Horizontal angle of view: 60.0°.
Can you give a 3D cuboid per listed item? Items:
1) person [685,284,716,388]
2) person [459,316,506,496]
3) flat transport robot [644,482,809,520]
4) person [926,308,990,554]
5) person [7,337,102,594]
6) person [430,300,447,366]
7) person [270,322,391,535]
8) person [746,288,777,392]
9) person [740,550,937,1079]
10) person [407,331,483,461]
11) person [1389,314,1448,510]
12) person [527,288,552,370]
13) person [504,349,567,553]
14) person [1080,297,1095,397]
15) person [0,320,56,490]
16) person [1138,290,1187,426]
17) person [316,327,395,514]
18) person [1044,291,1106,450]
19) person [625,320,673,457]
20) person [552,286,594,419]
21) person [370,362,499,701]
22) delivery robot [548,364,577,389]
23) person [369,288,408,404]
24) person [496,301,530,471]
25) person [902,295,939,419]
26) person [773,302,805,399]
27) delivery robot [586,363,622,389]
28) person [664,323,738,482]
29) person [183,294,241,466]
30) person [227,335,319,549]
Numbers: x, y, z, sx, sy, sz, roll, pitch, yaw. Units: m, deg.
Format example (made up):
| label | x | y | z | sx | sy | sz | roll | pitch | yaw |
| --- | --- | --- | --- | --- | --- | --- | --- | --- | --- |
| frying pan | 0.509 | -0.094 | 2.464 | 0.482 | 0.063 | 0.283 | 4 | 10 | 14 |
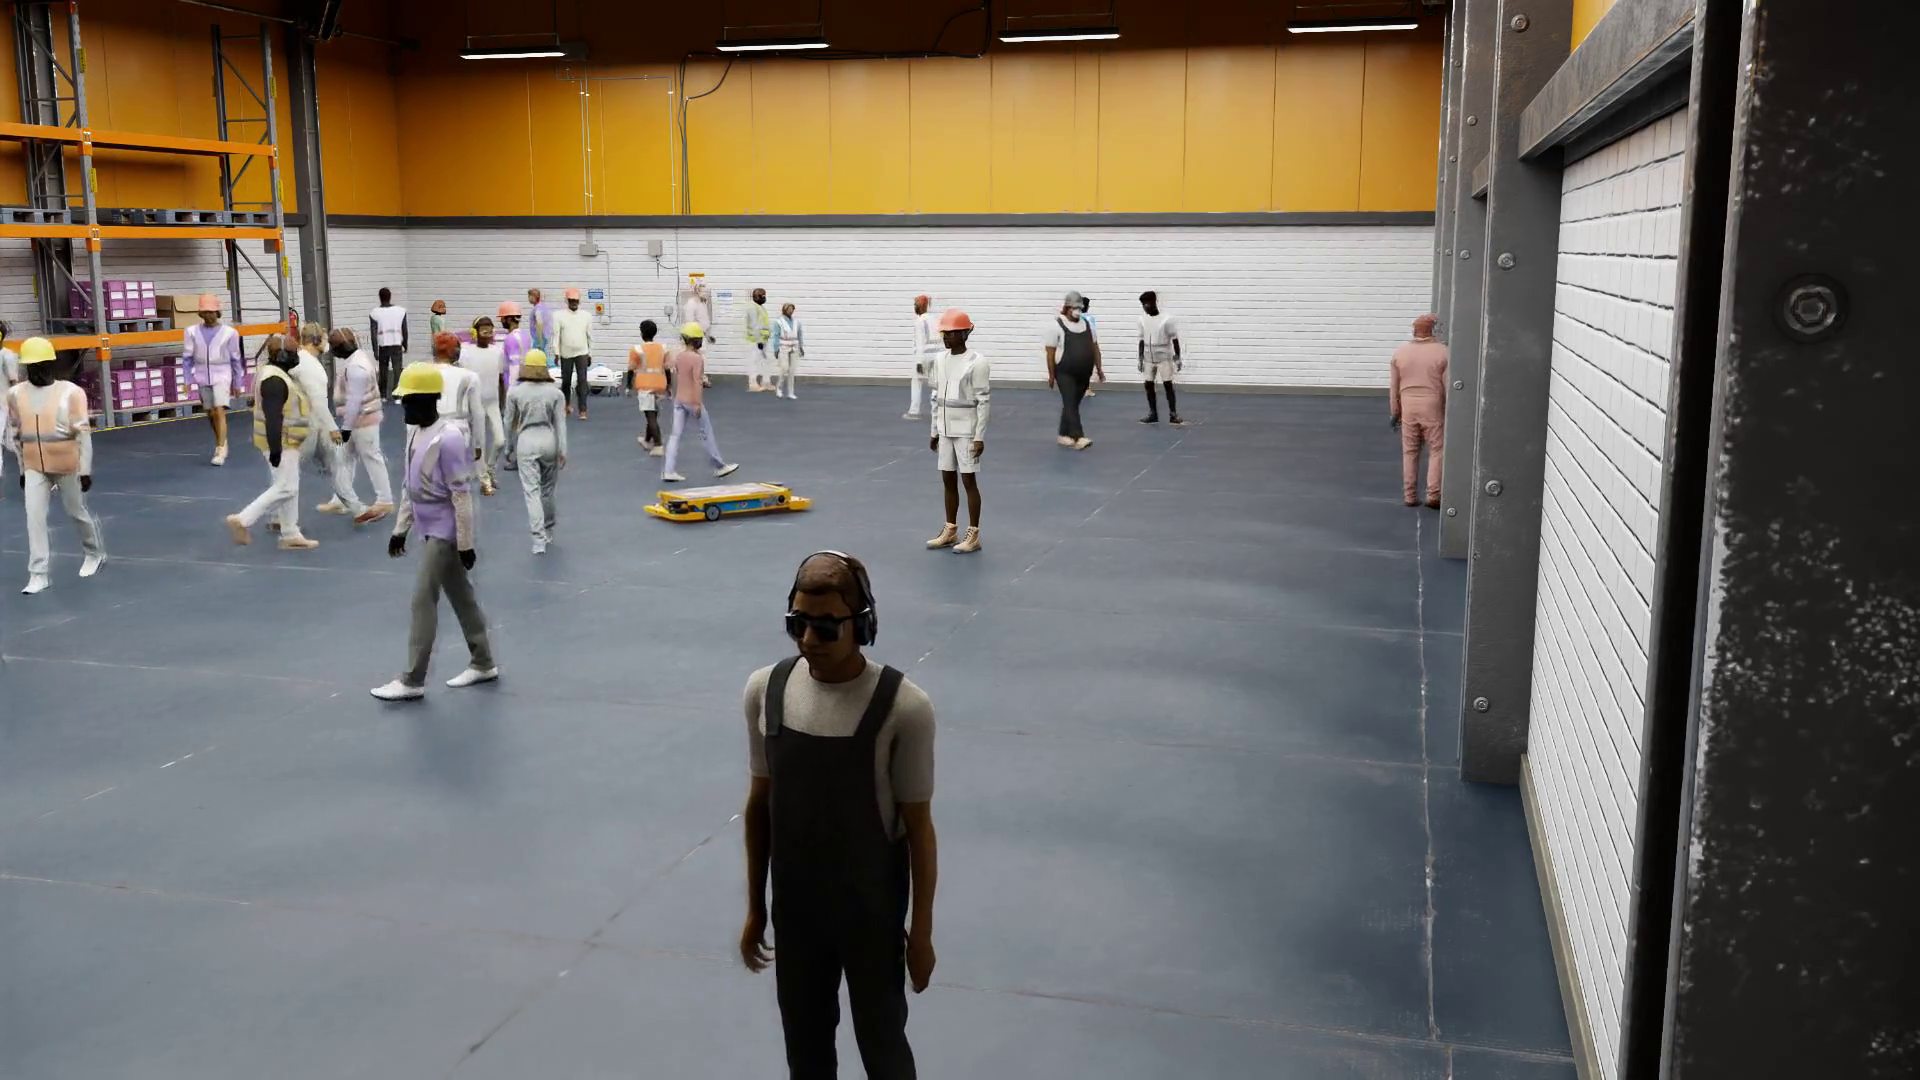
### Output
| label | x | y | z | sx | sy | sz | roll | pitch | yaw |
| --- | --- | --- | --- | --- | --- | --- | --- | --- | --- |
| person | -4.637 | -3.679 | 30.041 | 0.731 | 1.878 | 0.675 | 1 | 10 | 8 |
| person | -4.886 | -1.371 | 17.061 | 0.506 | 1.848 | 0.413 | -7 | 12 | -34 |
| flat transport robot | -2.227 | -0.379 | 15.905 | 1.431 | 0.197 | 0.652 | -7 | 12 | -35 |
| person | -0.034 | -0.908 | 13.884 | 0.373 | 2.042 | 0.614 | -10 | 14 | -44 |
| person | -6.833 | -0.594 | 12.565 | 0.601 | 1.887 | 0.961 | -1 | 10 | -3 |
| person | -9.047 | -3.357 | 28.938 | 0.280 | 1.624 | 0.493 | -9 | 13 | -40 |
| person | -5.667 | -0.984 | 14.766 | 1.049 | 1.868 | 0.654 | -2 | 10 | -11 |
| person | -3.457 | -3.508 | 29.228 | 0.635 | 1.818 | 0.645 | 2 | 10 | 11 |
| person | -0.297 | 0.924 | 4.108 | 0.509 | 1.840 | 0.339 | 5 | 11 | 25 |
| person | -4.281 | -0.814 | 13.891 | 0.600 | 1.845 | 0.913 | -2 | 10 | -9 |
| person | 4.536 | -1.234 | 16.214 | 0.729 | 1.889 | 0.449 | 7 | 12 | 33 |
| person | -7.410 | -3.562 | 29.546 | 0.619 | 1.822 | 0.582 | -1 | 10 | -5 |
| person | -3.561 | -0.755 | 14.012 | 0.494 | 1.693 | 0.897 | -4 | 11 | -24 |
| person | 2.069 | -3.277 | 28.280 | 0.561 | 1.698 | 0.317 | 8 | 13 | 37 |
| person | -9.645 | -1.332 | 16.887 | 0.888 | 1.840 | 0.525 | -10 | 14 | -44 |
| person | 2.893 | -2.589 | 23.757 | 0.791 | 1.930 | 0.401 | 8 | 13 | 39 |
| person | -5.769 | -1.101 | 15.677 | 0.819 | 1.796 | 0.693 | -4 | 11 | -22 |
| person | 1.465 | -2.171 | 21.041 | 0.693 | 2.000 | 1.006 | -6 | 12 | -30 |
| person | -3.831 | -1.859 | 20.369 | 0.552 | 1.644 | 0.897 | -8 | 13 | -39 |
| person | -5.757 | -2.789 | 24.745 | 0.620 | 1.972 | 0.712 | -3 | 11 | -18 |
| person | -3.045 | -0.050 | 9.420 | 0.893 | 1.894 | 0.588 | -7 | 12 | -34 |
| delivery robot | -6.853 | -2.741 | 28.211 | 0.707 | 0.478 | 0.477 | 0 | 10 | 1 |
| person | -9.330 | -3.168 | 27.200 | 0.604 | 1.858 | 0.966 | -5 | 11 | -25 |
| person | -5.088 | -1.758 | 19.000 | 0.373 | 1.934 | 0.551 | 0 | 10 | 2 |
| person | -0.417 | -2.675 | 24.470 | 0.863 | 1.852 | 0.623 | 5 | 11 | 27 |
| person | -2.861 | -3.162 | 27.834 | 0.530 | 1.628 | 0.361 | -8 | 13 | -39 |
| delivery robot | -6.149 | -2.789 | 28.480 | 0.707 | 0.478 | 0.477 | 3 | 10 | 16 |
| person | -2.884 | -1.502 | 18.144 | 0.895 | 1.712 | 0.547 | -9 | 13 | -41 |
| person | -8.829 | -1.909 | 19.703 | 0.611 | 2.002 | 1.036 | -1 | 10 | -7 |
| person | -5.747 | -0.792 | 13.846 | 0.633 | 1.826 | 0.648 | -4 | 11 | -20 |
